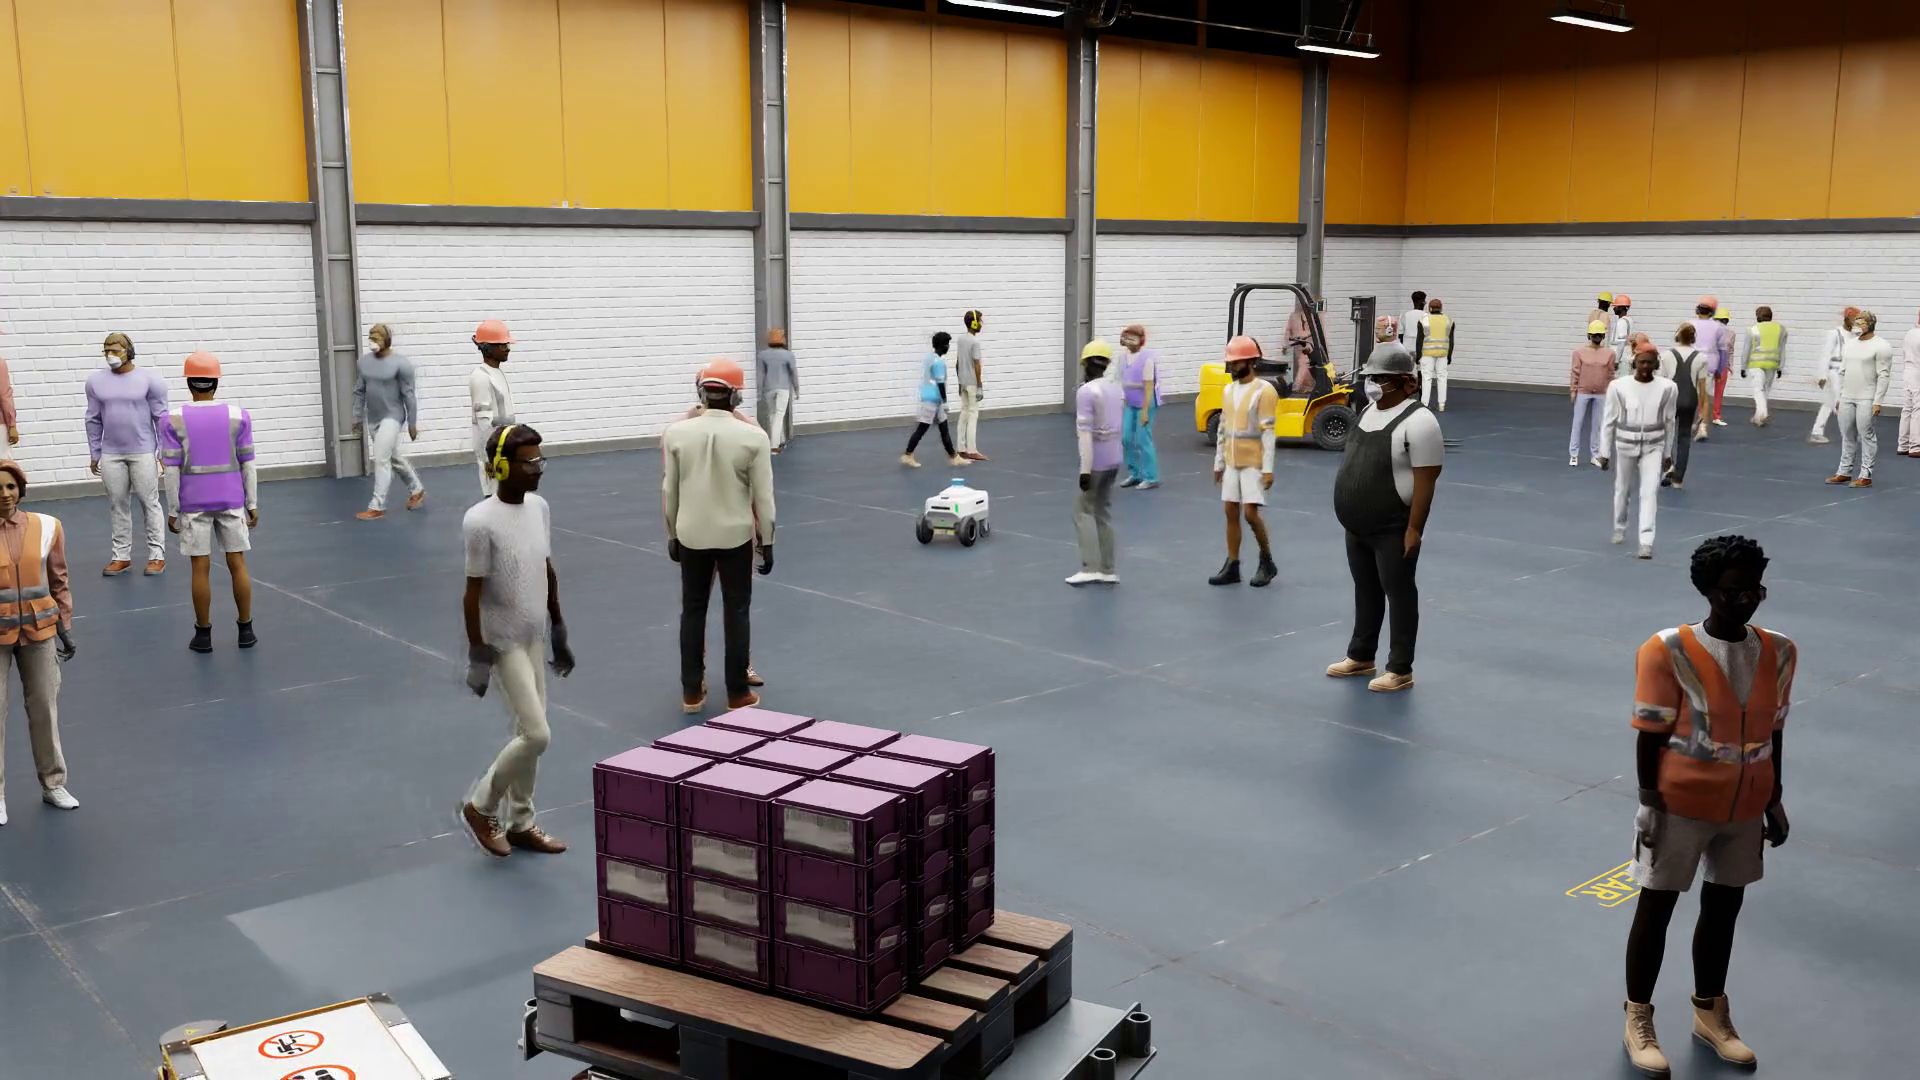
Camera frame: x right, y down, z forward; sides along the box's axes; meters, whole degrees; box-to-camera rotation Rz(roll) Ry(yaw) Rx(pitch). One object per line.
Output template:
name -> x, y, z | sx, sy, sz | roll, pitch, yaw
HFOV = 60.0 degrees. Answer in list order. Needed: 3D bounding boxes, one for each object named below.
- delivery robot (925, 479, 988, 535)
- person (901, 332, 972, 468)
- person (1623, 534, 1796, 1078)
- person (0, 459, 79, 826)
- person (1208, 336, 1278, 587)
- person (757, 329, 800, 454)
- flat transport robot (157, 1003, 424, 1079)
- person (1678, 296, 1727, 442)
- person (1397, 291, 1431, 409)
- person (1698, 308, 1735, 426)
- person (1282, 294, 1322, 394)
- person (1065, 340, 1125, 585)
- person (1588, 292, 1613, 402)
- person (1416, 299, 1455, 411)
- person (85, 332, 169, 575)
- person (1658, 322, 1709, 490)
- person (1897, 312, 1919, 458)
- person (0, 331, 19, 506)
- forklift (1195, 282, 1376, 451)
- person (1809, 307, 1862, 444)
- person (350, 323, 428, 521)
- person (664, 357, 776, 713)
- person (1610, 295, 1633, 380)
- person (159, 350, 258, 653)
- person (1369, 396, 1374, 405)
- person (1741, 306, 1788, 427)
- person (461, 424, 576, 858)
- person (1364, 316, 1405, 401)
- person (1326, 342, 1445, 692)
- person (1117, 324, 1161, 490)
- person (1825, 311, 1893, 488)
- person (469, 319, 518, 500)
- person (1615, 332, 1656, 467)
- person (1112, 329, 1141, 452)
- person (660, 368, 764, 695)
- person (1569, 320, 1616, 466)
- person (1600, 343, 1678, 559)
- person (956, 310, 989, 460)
delivery robot -> -0.023, -0.302, 14.780 | 0.477, 0.478, 0.707 | 4, 11, 24
person -> -0.311, -1.663, 19.846 | 0.874, 1.637, 0.534 | -1, 10, -4
person -> 2.318, 0.818, 5.156 | 0.530, 1.697, 0.321 | -2, 10, -9
person -> -4.267, 0.447, 7.496 | 0.307, 1.641, 0.514 | 9, 13, 42
person -> 2.174, -0.599, 12.768 | 0.412, 1.931, 0.585 | -7, 12, -34
person -> -2.328, -1.927, 21.519 | 0.523, 1.584, 0.834 | 3, 10, 14
flat transport robot -> -1.752, 1.623, 4.605 | 0.652, 0.197, 1.431 | -6, 12, -34
person -> 10.202, -2.357, 22.942 | 0.662, 1.984, 1.061 | 4, 10, 22
person -> 7.558, -3.147, 27.589 | 0.607, 1.963, 0.373 | 7, 12, 34
person -> 11.332, -2.585, 24.877 | 0.523, 1.769, 0.322 | -1, 10, -7
person -> 6.112, -3.483, 29.881 | 1.015, 1.852, 0.675 | -8, 13, -41
person -> 1.065, -0.601, 12.919 | 0.488, 1.877, 0.640 | 7, 12, 35
person -> 11.139, -3.355, 28.942 | 0.380, 1.917, 0.586 | -1, 10, -6
person -> 7.757, -3.014, 27.216 | 0.636, 1.843, 0.429 | 0, 10, -1
person -> -6.597, -0.678, 13.206 | 0.638, 1.938, 0.356 | -1, 10, -3
person -> 7.769, -1.434, 17.950 | 0.529, 1.827, 0.455 | 3, 10, 16
person -> 12.132, -1.987, 20.966 | 0.407, 1.906, 0.655 | 1, 10, 6
person -> -8.954, -1.076, 15.373 | 0.608, 1.995, 0.377 | 3, 10, 18
forklift -> 4.328, -2.346, 22.227 | 2.313, 2.155, 1.214 | 3, 10, 16
person -> 11.902, -2.187, 22.303 | 0.594, 1.844, 0.941 | -6, 12, -33
person -> -5.573, -1.177, 16.279 | 0.627, 1.904, 1.004 | 5, 11, 26
person -> -1.320, -0.018, 9.223 | 0.639, 1.979, 0.438 | 1, 10, 4
person -> 10.230, -2.832, 25.820 | 0.361, 1.938, 0.545 | 5, 11, 29
person -> -4.804, -0.245, 10.673 | 0.552, 1.937, 0.356 | -6, 11, -31
person -> 4.355, -1.213, 17.231 | 0.269, 1.632, 0.504 | 1, 10, 4
person -> 12.012, -2.597, 24.867 | 0.621, 1.806, 0.896 | 1, 10, 4
person -> -1.820, 0.436, 6.954 | 0.391, 1.856, 0.525 | 3, 10, 15
person -> 4.478, -1.412, 17.603 | 0.409, 1.908, 0.647 | -1, 10, -5
person -> 2.456, -0.139, 9.755 | 0.537, 2.000, 0.678 | -4, 11, -23
person -> 1.958, -1.425, 17.964 | 0.549, 1.803, 0.580 | -6, 11, -30
person -> 9.875, -1.540, 18.255 | 0.369, 1.939, 0.631 | -3, 10, -18
person -> -3.636, -0.710, 13.093 | 0.375, 2.044, 0.607 | -1, 10, -4
person -> 8.107, -1.668, 19.915 | 0.514, 1.631, 0.321 | -4, 11, -23
person -> 2.135, -1.959, 21.705 | 0.795, 1.600, 0.502 | 8, 12, 39
person -> -1.408, -0.066, 9.704 | 0.651, 1.911, 0.409 | -6, 11, -32
person -> 7.625, -1.763, 20.064 | 0.522, 1.769, 0.317 | 1, 10, 5
person -> 5.813, -0.794, 14.294 | 0.589, 1.818, 1.061 | 3, 10, 18
person -> 0.136, -1.926, 20.720 | 0.310, 1.868, 0.534 | -5, 11, -29
